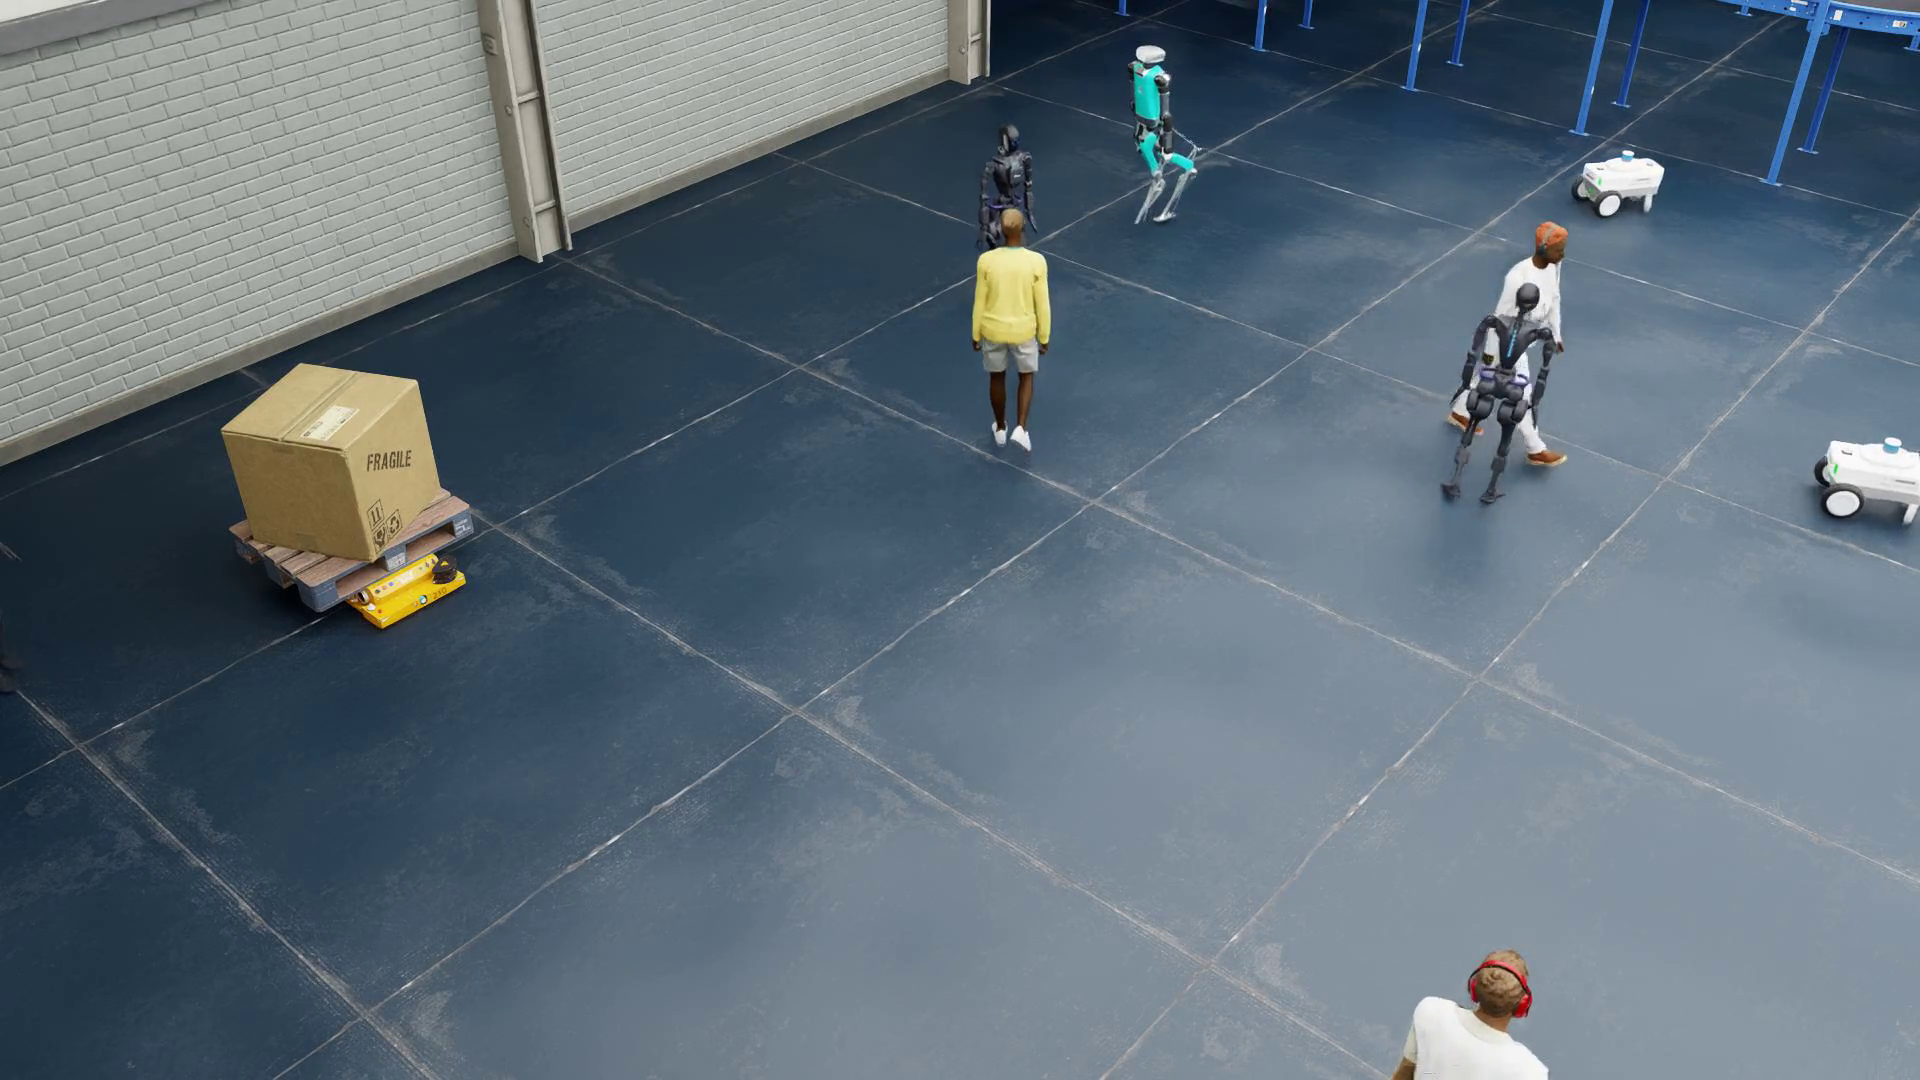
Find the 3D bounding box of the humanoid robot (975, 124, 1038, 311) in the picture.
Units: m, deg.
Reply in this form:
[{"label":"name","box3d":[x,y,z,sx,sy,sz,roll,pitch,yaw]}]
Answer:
[{"label":"humanoid robot","box3d":[0.407,-2.669,13.923,0.609,1.638,0.490,-24,42,-30]}]

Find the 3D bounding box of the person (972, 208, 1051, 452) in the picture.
[{"label":"person","box3d":[0.366,-1.482,12.085,0.567,1.872,0.545,1,35,1]}]

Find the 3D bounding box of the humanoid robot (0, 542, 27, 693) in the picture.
[{"label":"humanoid robot","box3d":[-5.984,0.145,9.972,0.345,1.654,0.600,12,37,17]}]

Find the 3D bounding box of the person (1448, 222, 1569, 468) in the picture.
[{"label":"person","box3d":[4.113,-1.453,12.088,0.570,1.822,1.029,-30,45,-35]}]

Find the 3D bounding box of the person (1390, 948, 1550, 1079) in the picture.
[{"label":"person","box3d":[1.925,2.446,6.652,0.963,1.788,0.610,-27,43,-32]}]

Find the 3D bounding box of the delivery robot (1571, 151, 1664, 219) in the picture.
[{"label":"delivery robot","box3d":[6.325,-3.433,15.955,0.759,0.588,0.515,-7,36,-10]}]

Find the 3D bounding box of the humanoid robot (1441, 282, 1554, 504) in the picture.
[{"label":"humanoid robot","box3d":[3.743,-1.009,11.596,0.609,1.637,0.435,13,38,18]}]

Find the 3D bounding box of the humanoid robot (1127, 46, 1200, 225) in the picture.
[{"label":"humanoid robot","box3d":[1.905,-3.700,15.344,0.809,1.796,0.543,-21,40,-26]}]

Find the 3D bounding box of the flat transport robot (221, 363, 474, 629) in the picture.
[{"label":"flat transport robot","box3d":[-4.050,0.102,11.245,1.431,0.231,0.659,27,43,32]}]

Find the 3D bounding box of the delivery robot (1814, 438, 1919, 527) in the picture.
[{"label":"delivery robot","box3d":[6.477,-0.443,11.764,0.767,0.596,0.524,11,37,14]}]
